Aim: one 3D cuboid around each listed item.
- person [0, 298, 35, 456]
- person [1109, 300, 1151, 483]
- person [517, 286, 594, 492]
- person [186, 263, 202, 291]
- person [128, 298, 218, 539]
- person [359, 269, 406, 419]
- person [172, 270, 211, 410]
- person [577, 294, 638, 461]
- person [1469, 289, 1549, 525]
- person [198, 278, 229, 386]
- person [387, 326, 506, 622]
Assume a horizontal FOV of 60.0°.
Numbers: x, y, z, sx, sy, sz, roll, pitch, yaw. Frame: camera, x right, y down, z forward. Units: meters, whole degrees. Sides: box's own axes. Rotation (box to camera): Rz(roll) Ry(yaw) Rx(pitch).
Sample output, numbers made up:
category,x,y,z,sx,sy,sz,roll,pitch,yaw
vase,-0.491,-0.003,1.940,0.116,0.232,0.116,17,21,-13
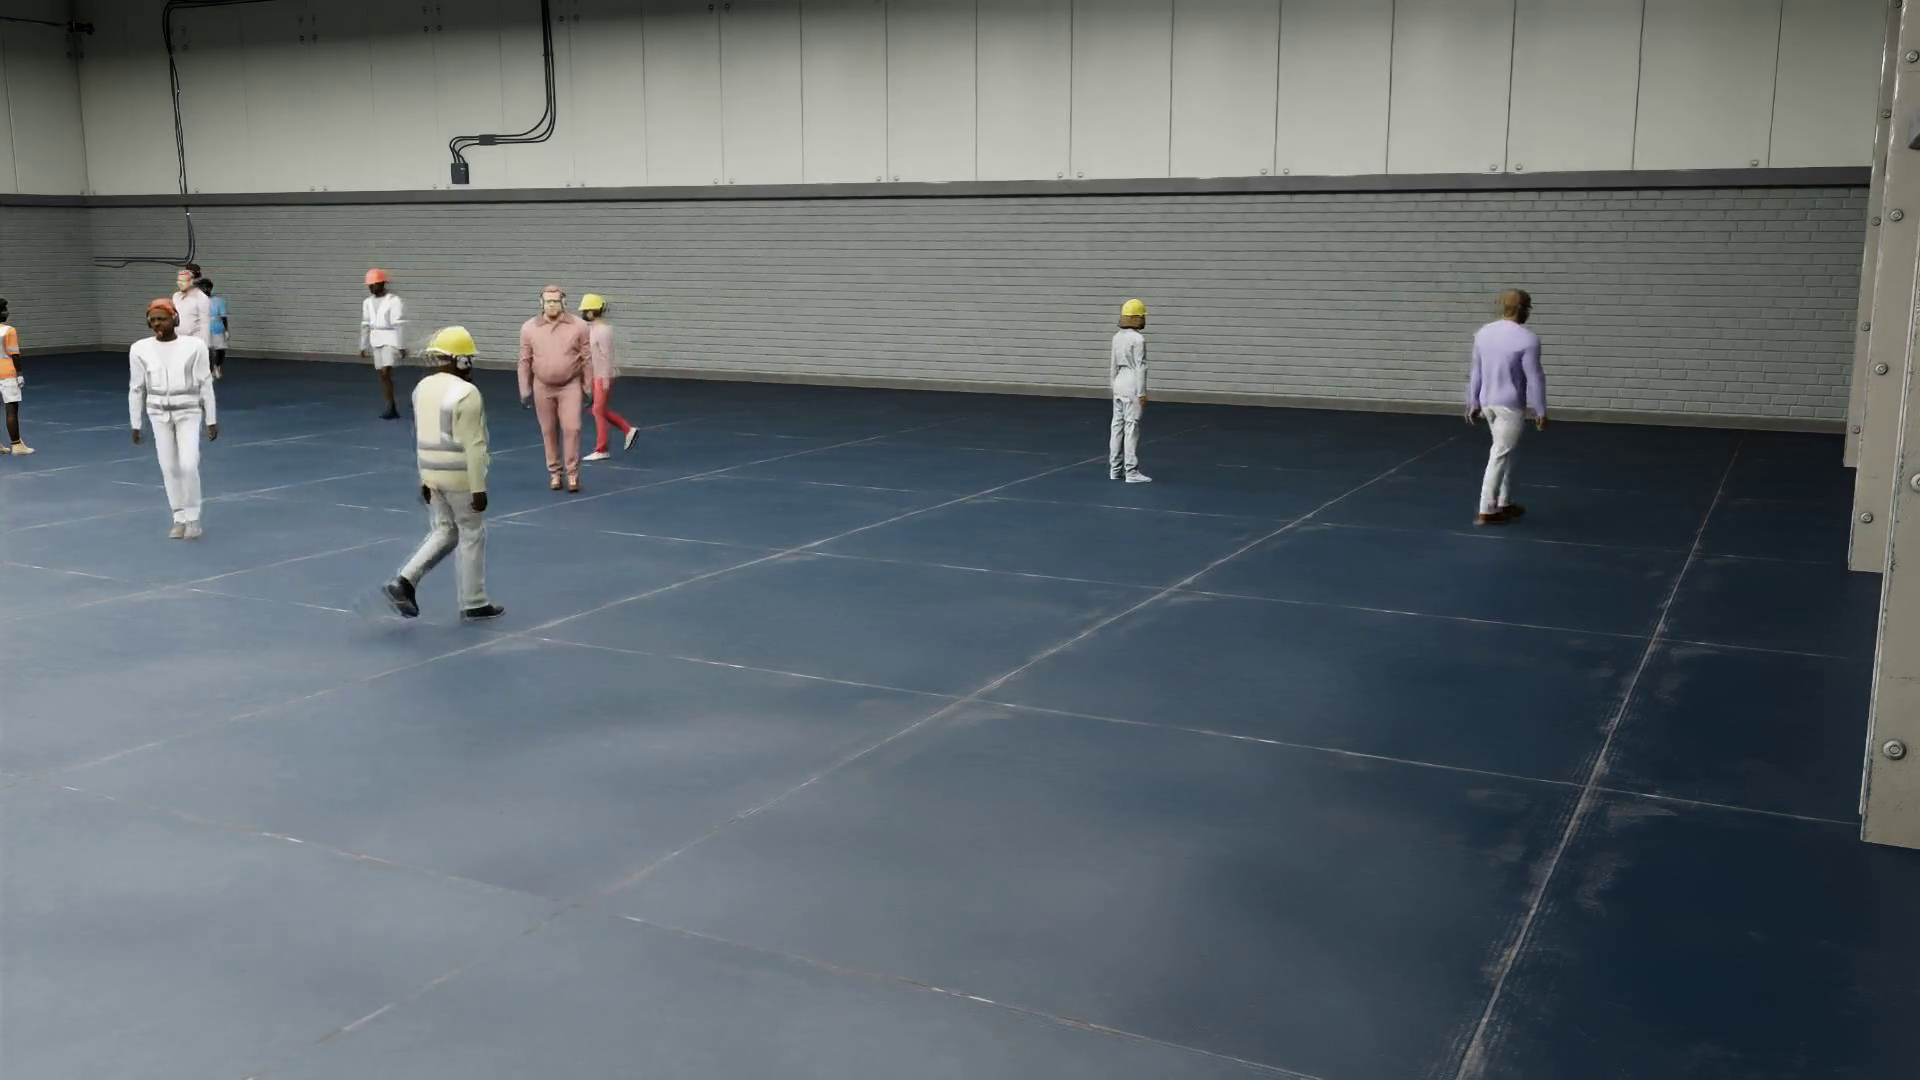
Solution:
category,x,y,z,sx,sy,sz,roll,pitch,yaw
person,-10.247,-1.742,17.784,0.530,1.696,0.321,3,11,14
person,1.635,-1.418,15.944,0.359,1.739,0.553,-6,12,-28
person,-3.698,-1.361,15.182,0.673,1.882,0.783,-1,10,-7
person,-13.835,-4.074,30.103,0.429,1.841,0.634,-9,14,-40
person,-6.082,-0.916,12.818,0.603,1.861,0.599,-2,11,-9
person,-7.432,-2.489,21.247,0.586,1.918,0.615,4,11,21
person,-10.344,-2.682,22.384,0.672,1.886,0.455,5,11,24
person,-3.711,-1.712,17.490,0.581,1.753,0.533,-6,12,-30
person,4.542,-1.075,13.545,0.780,1.914,0.666,-5,12,-25
person,-11.797,-3.274,26.155,0.534,1.685,0.524,-6,12,-29
person,-3.104,-0.371,10.005,0.605,1.817,0.613,9,14,40
